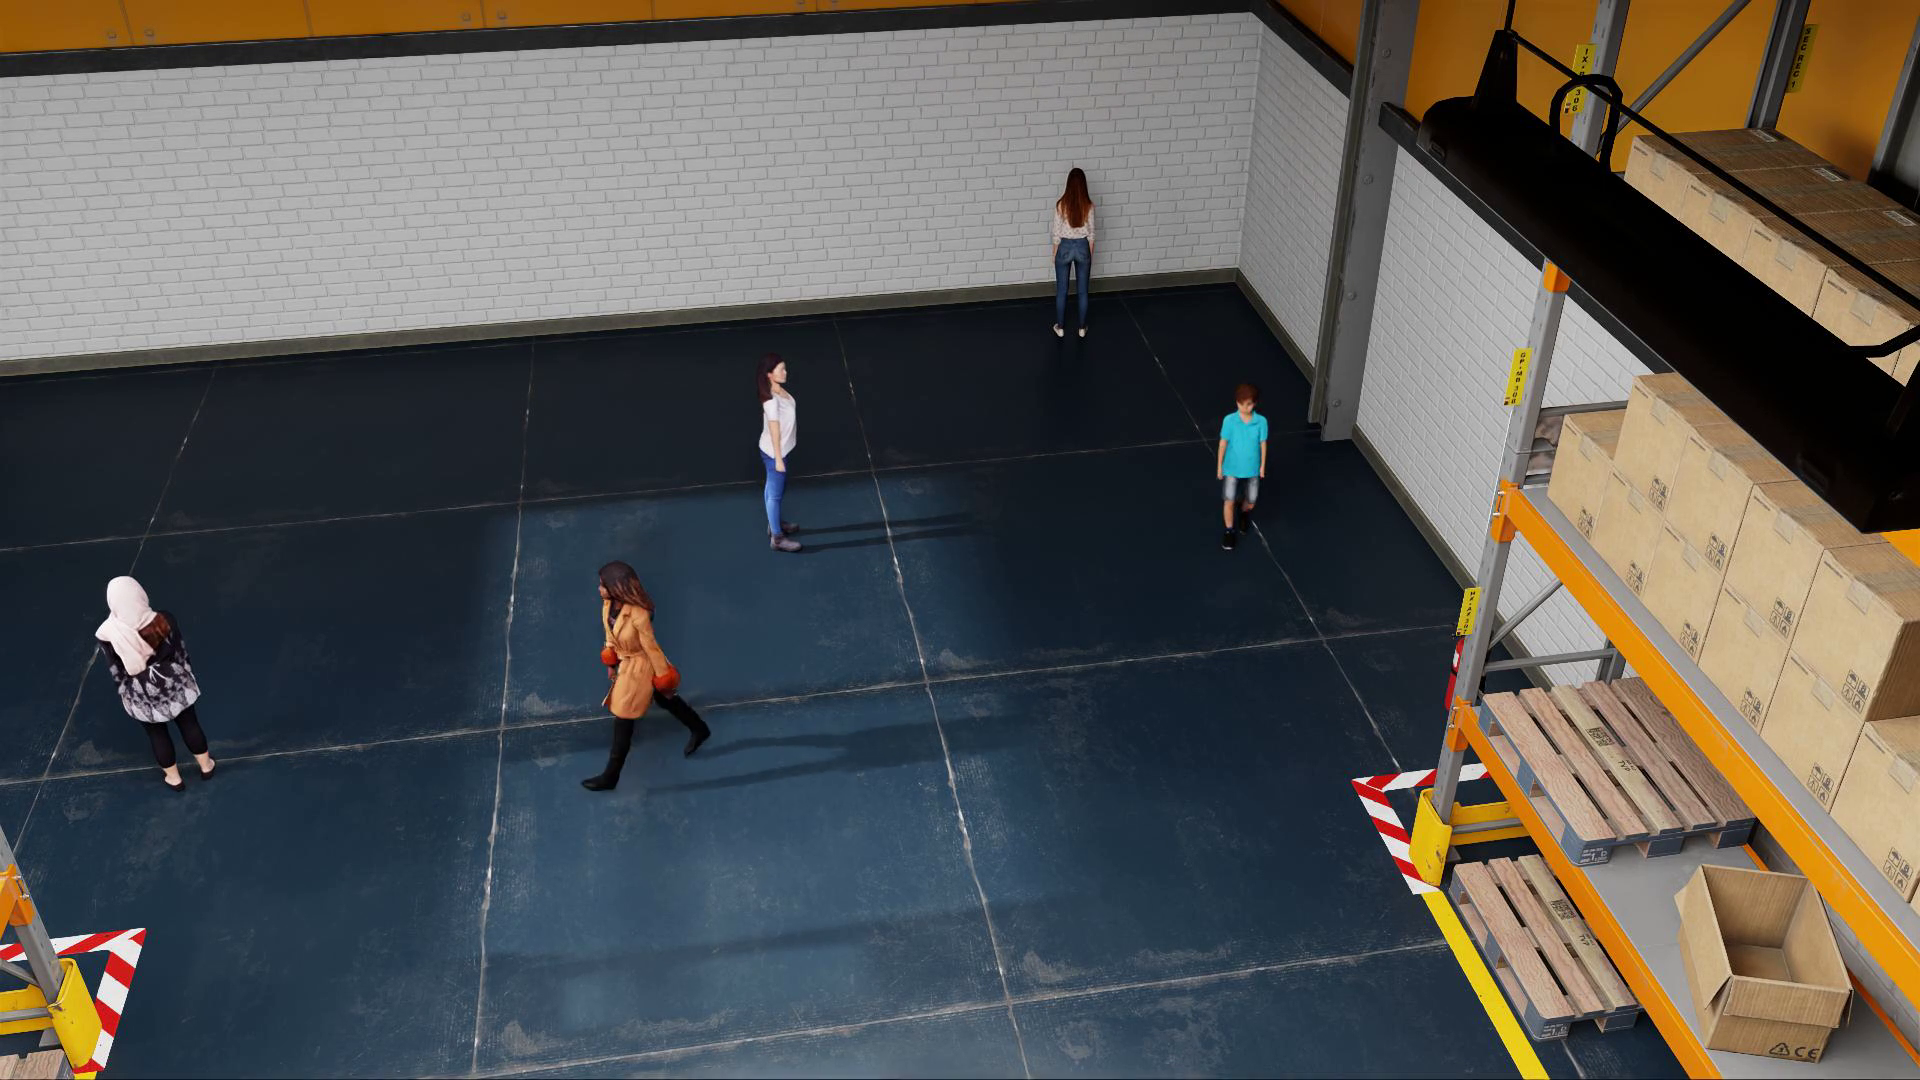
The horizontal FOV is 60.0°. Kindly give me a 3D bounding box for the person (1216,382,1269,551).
[{"bbox_3d":[2.236,-0.624,13.194,0.631,1.438,0.716,4,34,6],"label":"person"}]

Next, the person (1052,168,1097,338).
[{"bbox_3d":[1.108,-2.798,16.202,0.607,1.729,0.556,0,34,0],"label":"person"}]

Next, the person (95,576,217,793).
[{"bbox_3d":[-5.169,0.920,10.692,0.720,1.637,0.735,-20,38,-27],"label":"person"}]

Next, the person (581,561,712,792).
[{"bbox_3d":[-1.973,0.837,10.784,1.117,1.673,1.250,-25,41,-33],"label":"person"}]

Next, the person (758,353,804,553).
[{"bbox_3d":[-1.448,-0.694,13.077,0.660,1.684,0.474,-4,34,-6],"label":"person"}]
